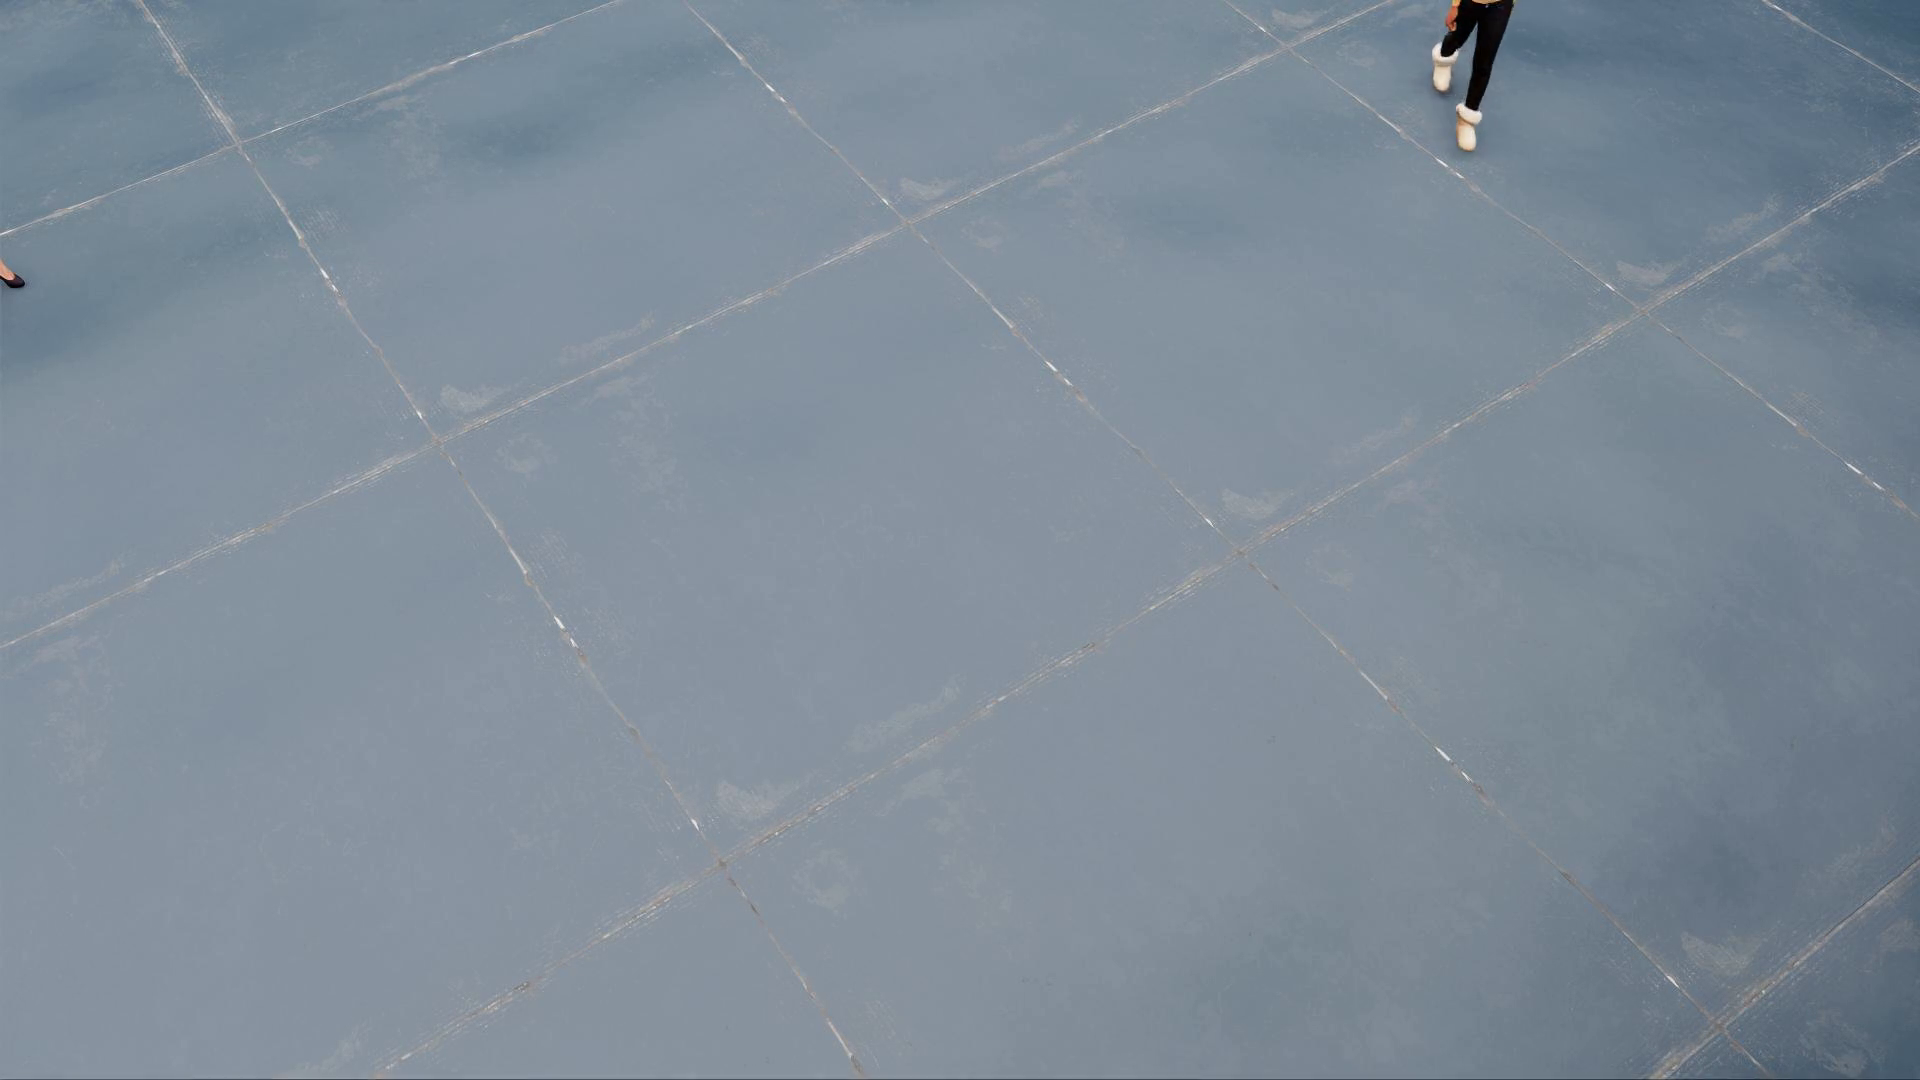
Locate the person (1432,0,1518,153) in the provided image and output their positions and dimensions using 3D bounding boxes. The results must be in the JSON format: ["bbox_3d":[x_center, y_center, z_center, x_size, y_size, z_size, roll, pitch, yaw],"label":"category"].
[{"bbox_3d":[3.090,-3.237,9.888,1.054,1.630,1.138,6,53,5],"label":"person"}]
